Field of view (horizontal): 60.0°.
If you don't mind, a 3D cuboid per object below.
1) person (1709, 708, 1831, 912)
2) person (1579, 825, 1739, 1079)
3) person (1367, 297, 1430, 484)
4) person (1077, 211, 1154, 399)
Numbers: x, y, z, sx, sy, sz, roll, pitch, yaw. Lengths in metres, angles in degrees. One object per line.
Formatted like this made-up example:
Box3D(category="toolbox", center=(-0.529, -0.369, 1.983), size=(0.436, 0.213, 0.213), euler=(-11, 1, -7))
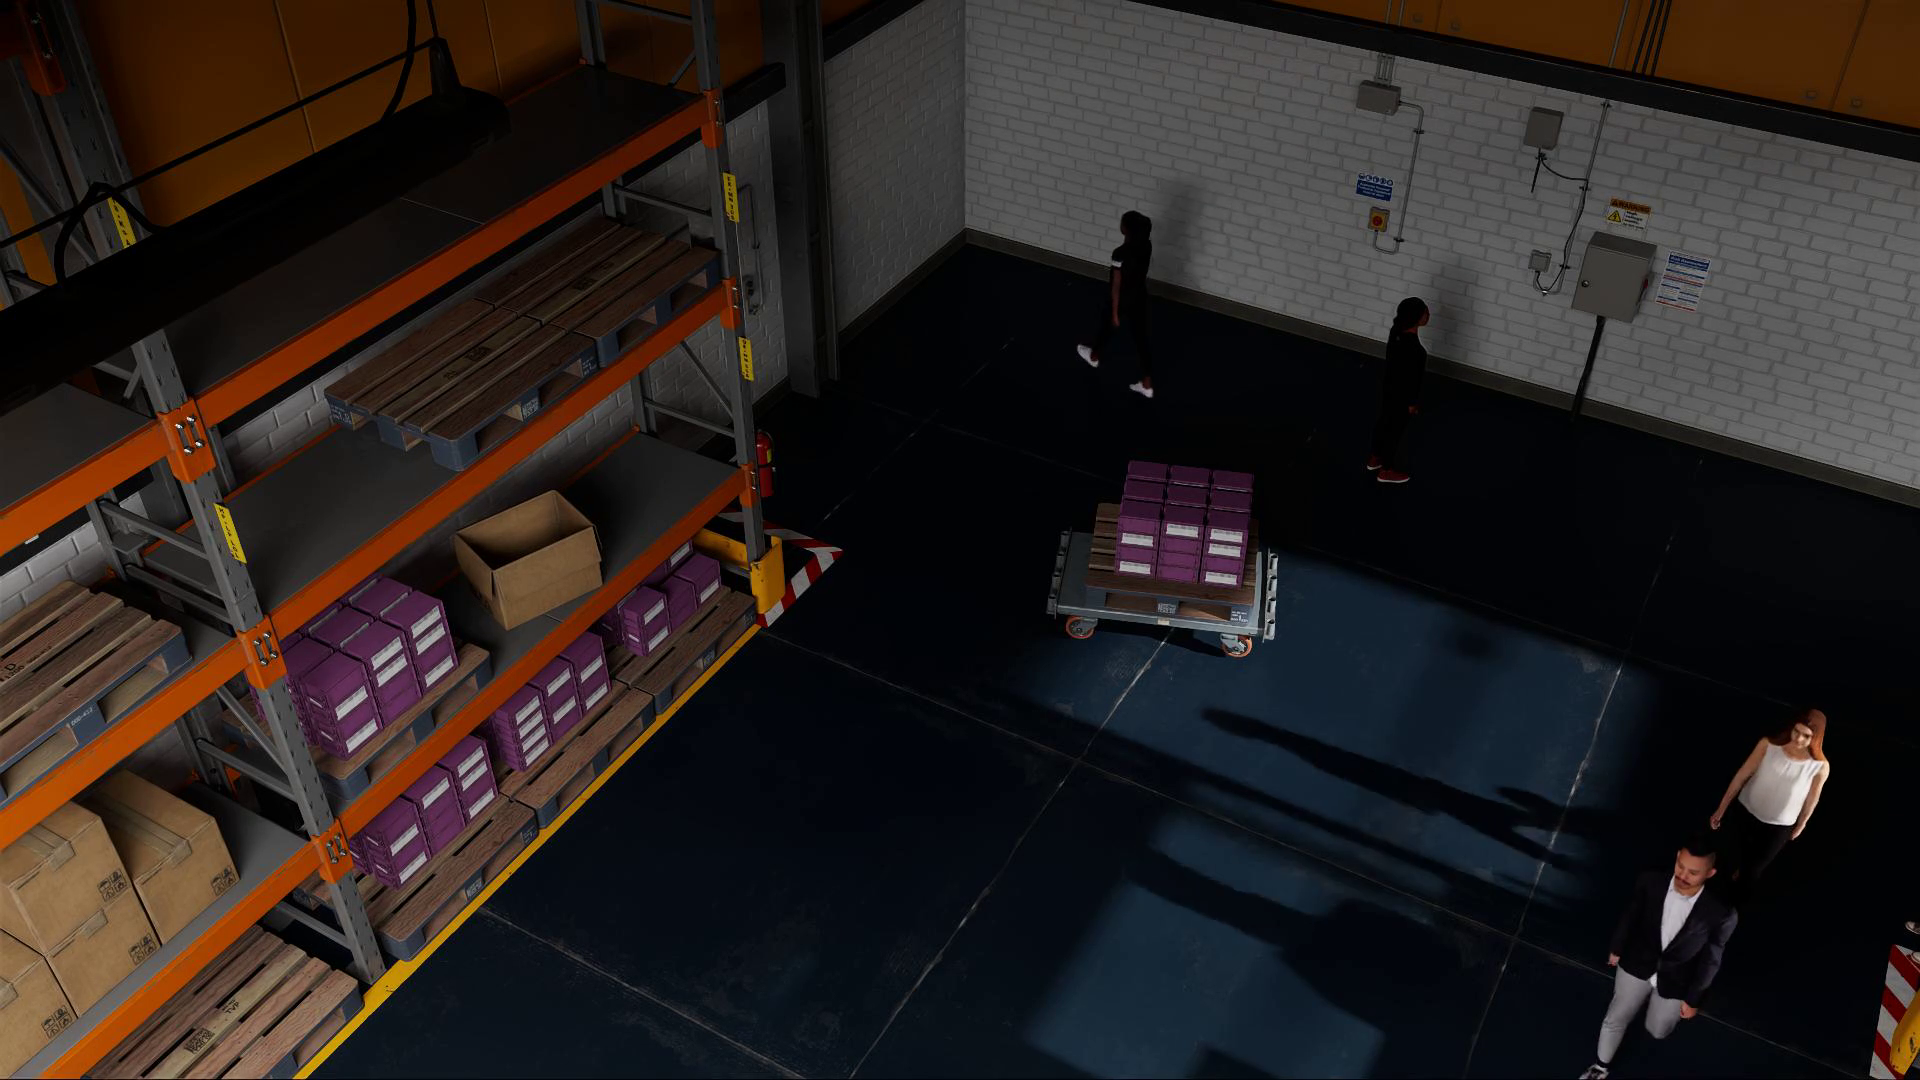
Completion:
Box3D(category="person", center=(4.842, 1.586, 9.933), size=(1.164, 1.675, 0.826), euler=(-29, 47, -31))
Box3D(category="person", center=(3.803, 2.229, 8.923), size=(0.836, 1.930, 1.083), euler=(30, 47, 32))
Box3D(category="person", center=(3.551, -1.217, 13.442), size=(0.741, 1.675, 0.681), euler=(-9, 40, -11))
Box3D(category="person", center=(1.512, -2.014, 14.437), size=(1.203, 1.679, 0.992), euler=(-26, 45, -29))
